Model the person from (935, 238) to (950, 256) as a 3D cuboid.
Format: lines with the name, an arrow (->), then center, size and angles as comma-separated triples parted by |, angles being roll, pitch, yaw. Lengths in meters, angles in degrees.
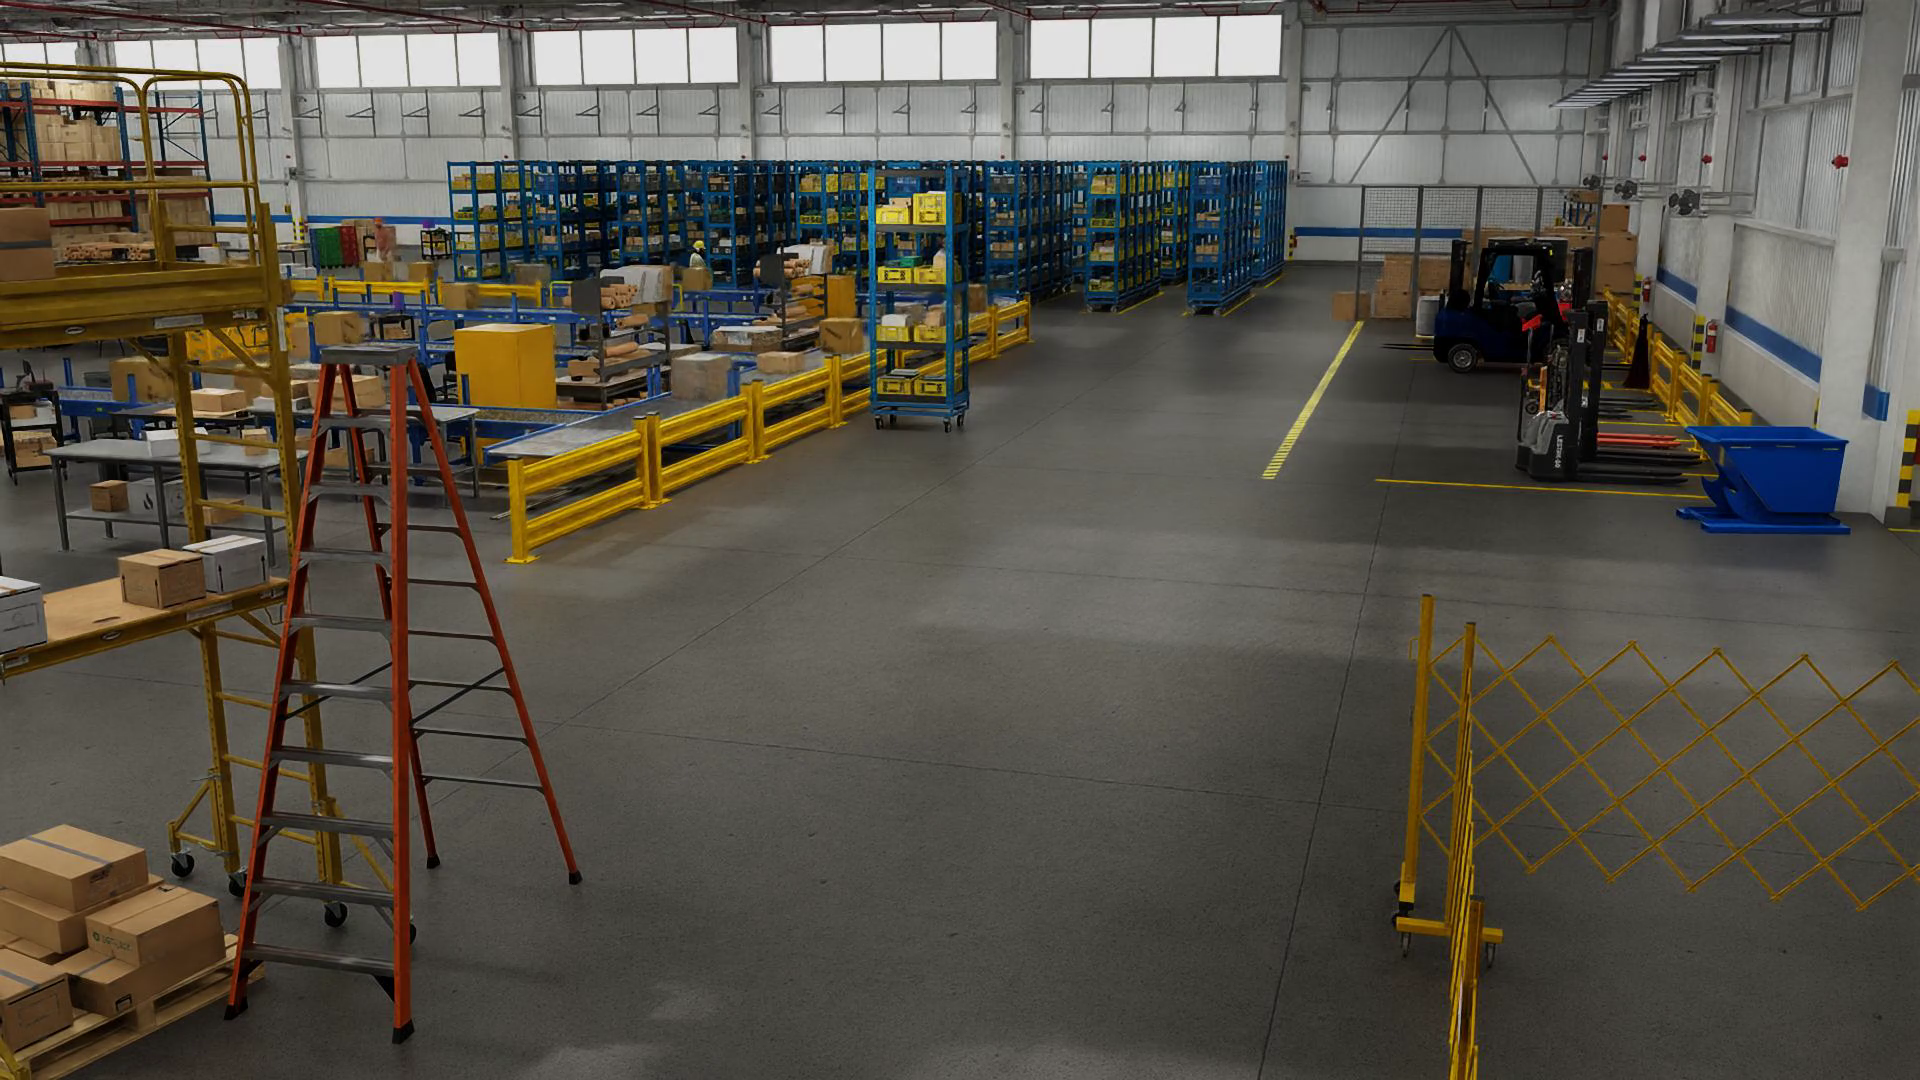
person -> -0.327, -5.927, 37.998 | 0.407, 1.910, 0.638 | 6, 14, 23

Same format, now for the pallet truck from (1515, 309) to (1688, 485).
pallet truck -> 7.554, -1.677, 19.446 | 1.885, 1.965, 0.823 | 3, 13, 14

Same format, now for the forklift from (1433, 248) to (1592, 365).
forklift -> 9.780, -4.111, 29.280 | 2.680, 1.987, 1.157 | 3, 13, 14

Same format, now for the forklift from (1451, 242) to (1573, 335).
forklift -> 10.464, -4.597, 31.405 | 2.680, 1.987, 1.157 | 4, 14, 16

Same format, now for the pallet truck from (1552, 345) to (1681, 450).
pallet truck -> 8.641, -1.896, 21.908 | 1.630, 1.274, 0.653 | 4, 14, 16

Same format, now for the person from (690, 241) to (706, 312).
person -> -6.088, -6.055, 38.751 | 0.403, 1.820, 0.603 | -4, 14, -17

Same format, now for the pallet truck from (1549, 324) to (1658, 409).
pallet truck -> 9.824, -2.669, 25.407 | 1.601, 1.201, 0.680 | 4, 14, 16

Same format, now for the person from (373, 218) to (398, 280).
person -> -17.393, -8.752, 50.185 | 0.609, 1.932, 1.092 | 2, 13, 9

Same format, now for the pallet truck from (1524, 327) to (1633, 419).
pallet truck -> 9.065, -2.460, 24.370 | 1.522, 1.261, 0.704 | 3, 13, 14

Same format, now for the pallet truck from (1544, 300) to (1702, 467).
pallet truck -> 8.263, -1.952, 20.631 | 1.885, 1.965, 0.823 | 5, 14, 20
